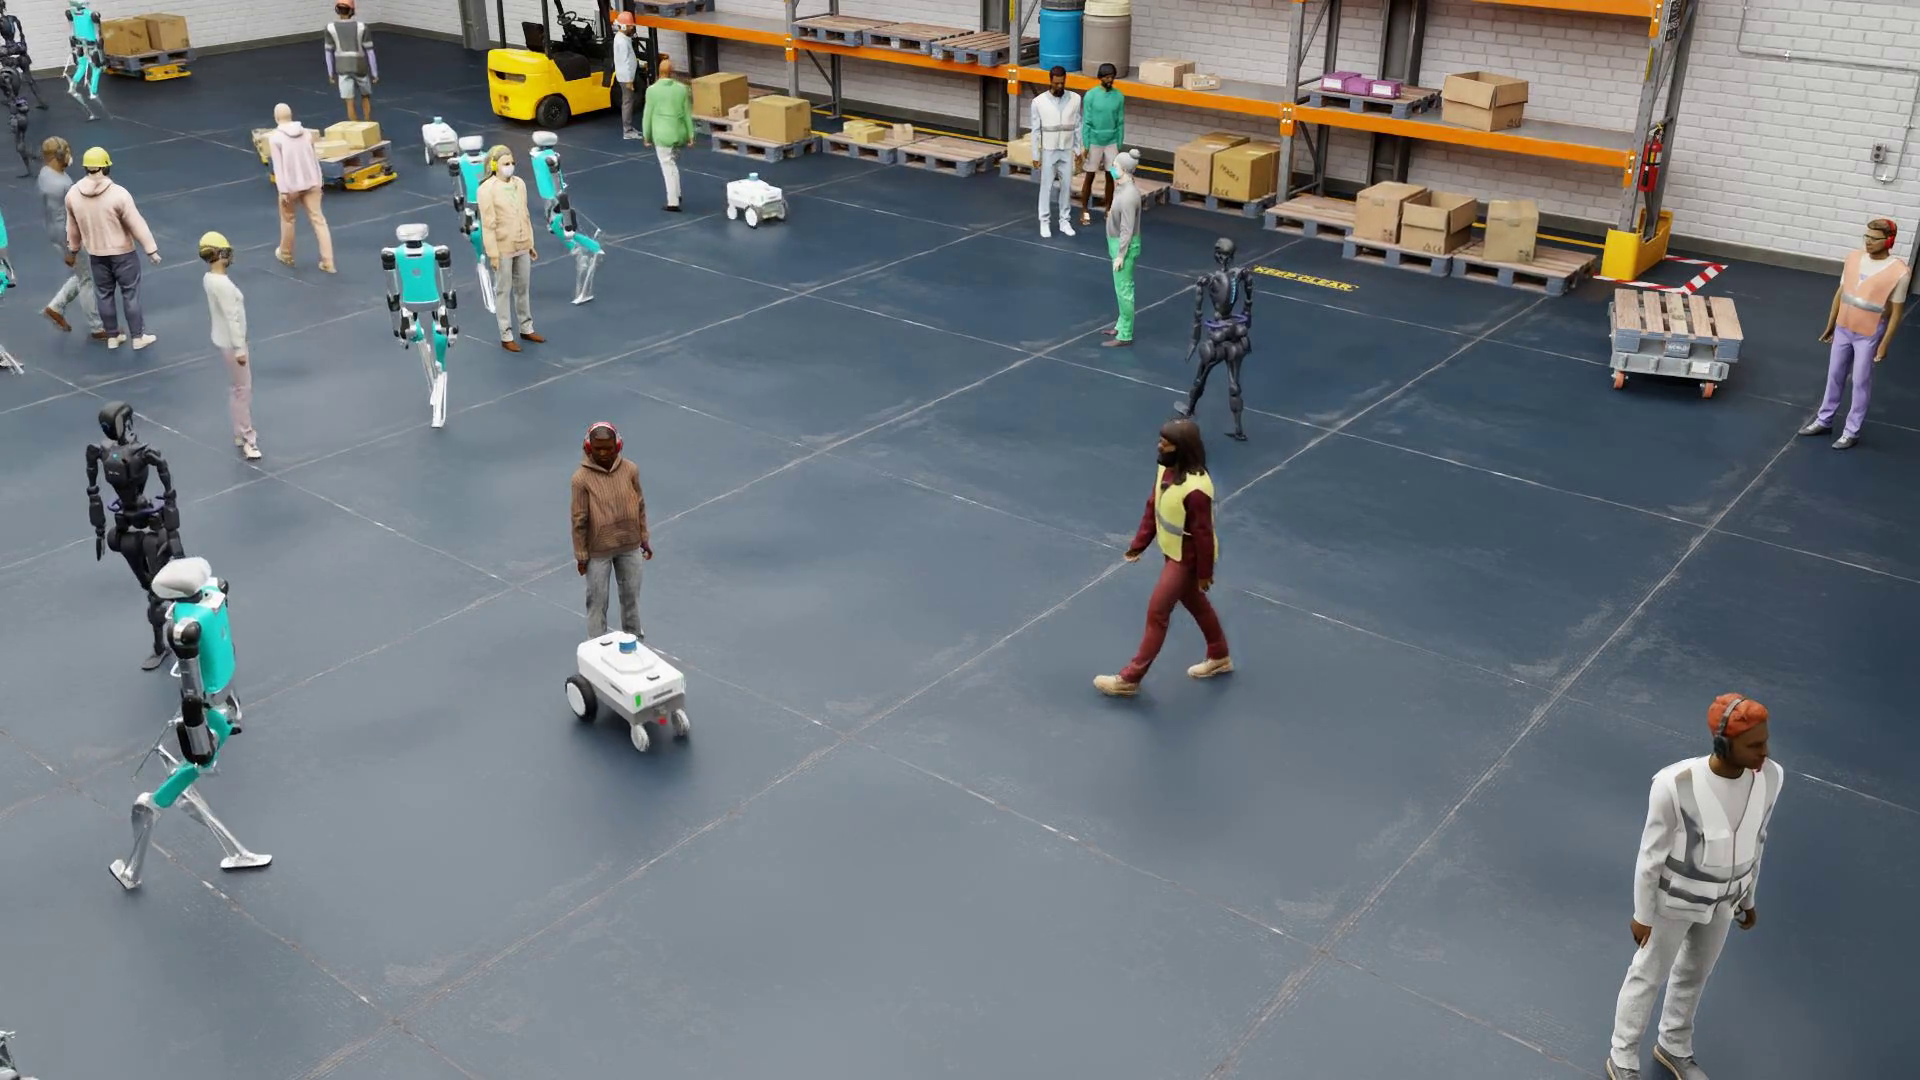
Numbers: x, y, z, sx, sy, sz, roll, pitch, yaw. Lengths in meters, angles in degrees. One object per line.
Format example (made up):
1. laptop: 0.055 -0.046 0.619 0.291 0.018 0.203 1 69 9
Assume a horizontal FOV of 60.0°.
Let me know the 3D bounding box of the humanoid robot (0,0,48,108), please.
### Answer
1. humanoid robot: -14.417 -7.395 25.312 0.767 1.628 0.593 10 27 19

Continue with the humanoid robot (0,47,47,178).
1. humanoid robot: -12.006 -5.477 21.298 0.489 1.640 0.610 -12 28 -24

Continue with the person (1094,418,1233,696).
1. person: 1.263 0.094 9.708 0.920 1.725 0.474 -5 26 -10

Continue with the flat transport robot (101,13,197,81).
1. flat transport robot: -13.663 -7.923 27.979 1.431 0.231 0.659 16 30 30

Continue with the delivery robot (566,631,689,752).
1. delivery robot: -1.895 0.819 9.550 0.499 0.599 0.797 -21 33 -36

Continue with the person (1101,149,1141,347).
1. person: 1.499 -2.699 15.358 0.341 1.839 0.513 3 26 6

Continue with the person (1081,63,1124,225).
1. person: 1.653 -4.600 19.294 0.507 1.842 0.389 -4 26 -9

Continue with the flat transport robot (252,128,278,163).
1. flat transport robot: -9.302 -5.433 22.823 0.659 0.231 1.431 -12 28 -23

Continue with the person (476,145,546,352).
1. person: -4.155 -2.689 15.295 0.414 1.877 0.551 16 30 29

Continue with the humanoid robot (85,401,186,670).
1. humanoid robot: -5.004 -0.085 10.187 0.588 1.640 0.770 2 26 5

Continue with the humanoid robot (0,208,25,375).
1. humanoid robot: -8.644 -2.293 14.646 0.676 1.814 0.546 -5 26 -11

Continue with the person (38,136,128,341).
1. person: -8.295 -2.769 15.422 0.597 1.915 0.651 -12 28 -24

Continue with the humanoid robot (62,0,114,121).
1. humanoid robot: -12.858 -6.982 24.368 0.560 1.817 0.678 5 26 11

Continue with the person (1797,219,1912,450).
1. person: 7.111 -1.634 13.140 0.380 1.844 0.568 -11 28 -22

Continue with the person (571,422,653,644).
1. person: -2.064 0.057 9.859 0.471 1.650 0.309 -16 30 -29

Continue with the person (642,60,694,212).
1. person: -3.498 -4.811 19.822 0.504 1.763 0.519 -23 34 -40

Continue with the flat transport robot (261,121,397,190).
1. flat transport robot: -8.017 -4.694 21.291 1.431 0.231 0.659 8 27 16

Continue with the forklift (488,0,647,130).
1. forklift: -5.874 -7.334 24.552 1.214 2.155 2.313 19 32 34

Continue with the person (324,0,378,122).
1. person: -8.396 -6.478 22.983 0.644 2.006 0.654 -9 27 -18

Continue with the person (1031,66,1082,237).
1. person: 1.082 -4.388 18.778 0.597 1.907 0.411 -9 27 -18

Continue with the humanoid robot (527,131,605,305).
1. humanoid robot: -3.817 -3.138 16.474 0.743 1.859 0.531 -18 31 -33

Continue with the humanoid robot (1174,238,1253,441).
1. humanoid robot: 2.090 -1.653 13.409 0.596 1.625 0.750 -13 28 -24

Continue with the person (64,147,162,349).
1. person: -7.782 -2.651 15.243 0.822 1.853 0.434 0 26 0

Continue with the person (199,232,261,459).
1. person: -5.687 -1.519 13.045 0.295 1.729 0.688 -17 31 -31

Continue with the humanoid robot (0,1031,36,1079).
1. humanoid robot: -3.728 1.869 5.992 0.927 1.718 0.582 -12 28 -23

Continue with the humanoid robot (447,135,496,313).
1. humanoid robot: -4.747 -3.178 16.511 0.572 1.779 0.883 -9 27 -18

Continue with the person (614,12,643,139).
1. person: -4.671 -6.542 23.427 0.350 1.740 0.573 -6 26 -11

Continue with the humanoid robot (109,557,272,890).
1. humanoid robot: -3.865 0.933 8.005 0.893 1.819 0.556 -2 26 -4

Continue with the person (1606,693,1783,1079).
1. person: 2.962 1.456 6.698 0.574 1.884 0.355 -7 27 -14

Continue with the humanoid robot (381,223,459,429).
1. humanoid robot: -4.367 -1.805 13.659 0.541 1.744 1.033 -5 26 -11

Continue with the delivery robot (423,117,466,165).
1. delivery robot: -6.971 -5.355 22.353 0.499 0.613 0.790 -12 28 -24

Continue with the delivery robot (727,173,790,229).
1. delivery robot: -2.394 -3.992 19.502 0.499 0.589 0.775 -23 34 -39

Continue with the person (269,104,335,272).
1. person: -7.039 -3.735 17.632 0.918 1.727 0.539 22 34 38
